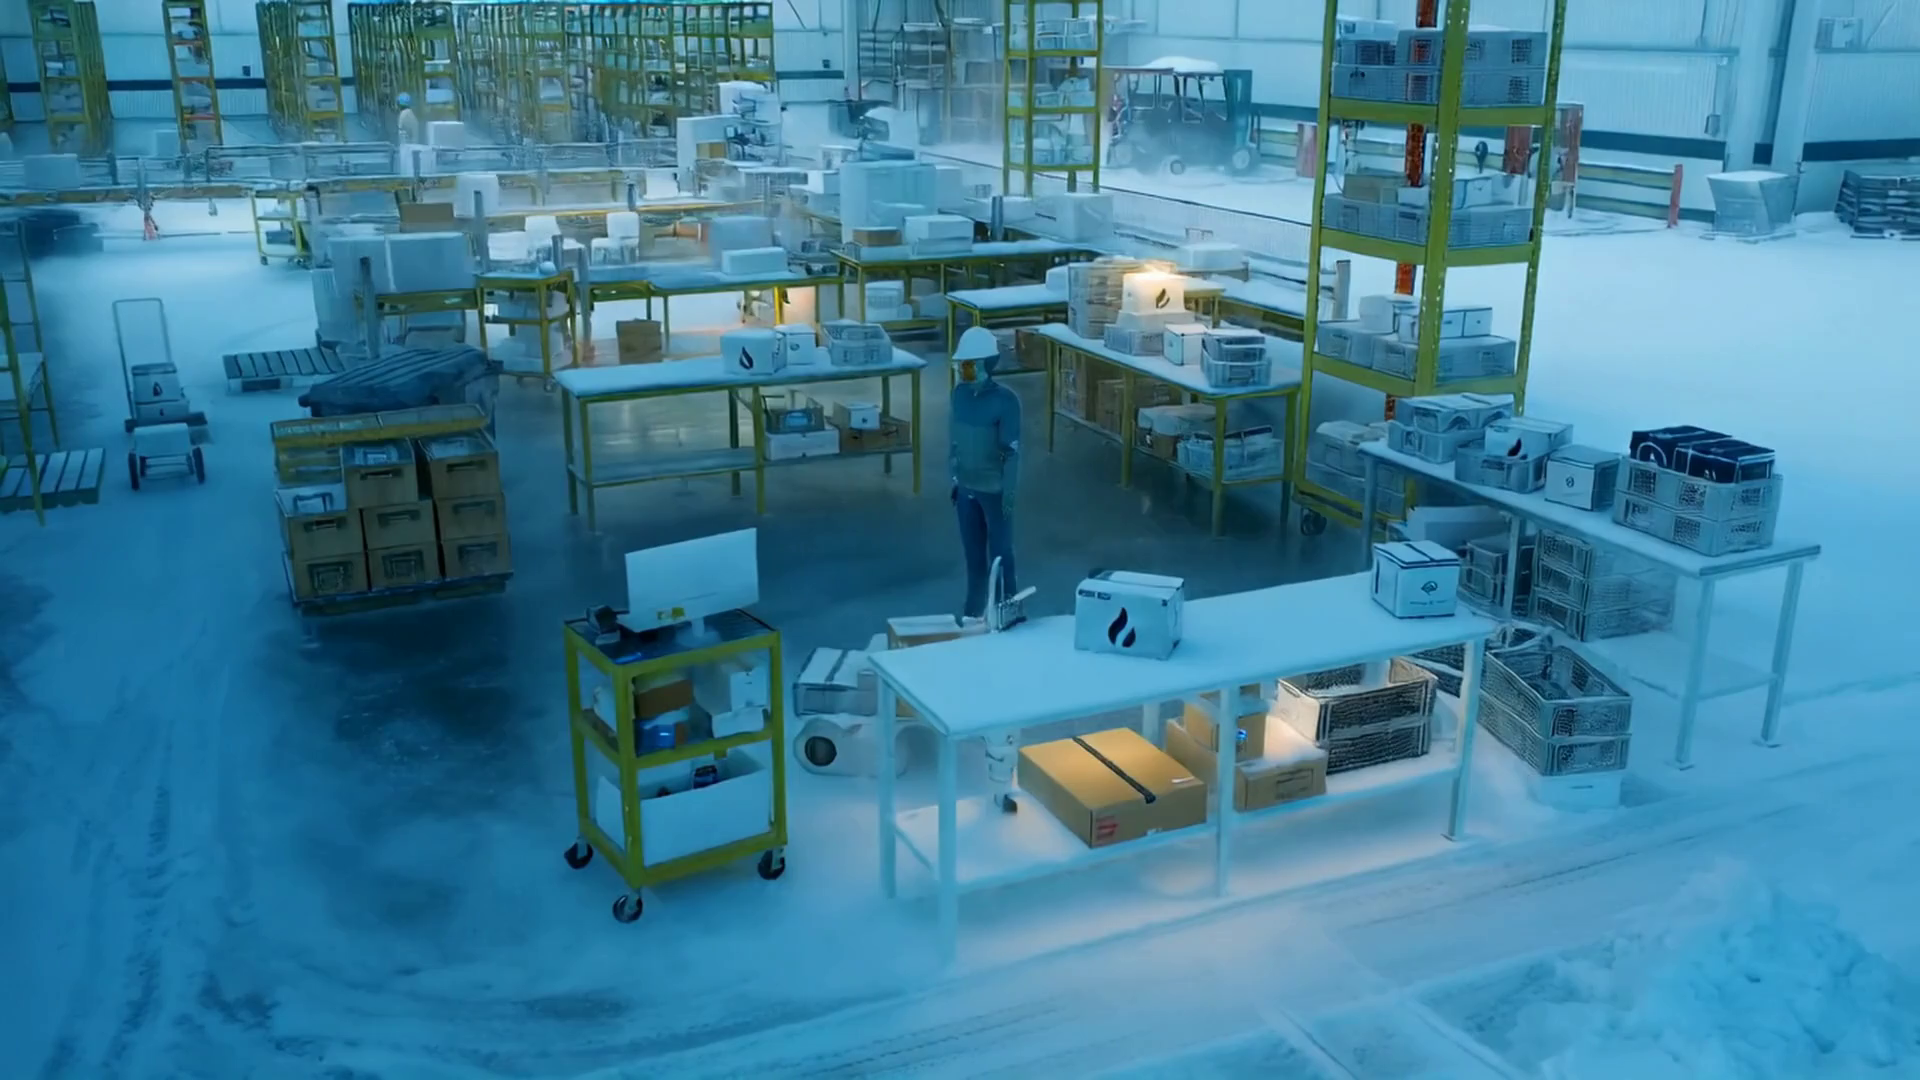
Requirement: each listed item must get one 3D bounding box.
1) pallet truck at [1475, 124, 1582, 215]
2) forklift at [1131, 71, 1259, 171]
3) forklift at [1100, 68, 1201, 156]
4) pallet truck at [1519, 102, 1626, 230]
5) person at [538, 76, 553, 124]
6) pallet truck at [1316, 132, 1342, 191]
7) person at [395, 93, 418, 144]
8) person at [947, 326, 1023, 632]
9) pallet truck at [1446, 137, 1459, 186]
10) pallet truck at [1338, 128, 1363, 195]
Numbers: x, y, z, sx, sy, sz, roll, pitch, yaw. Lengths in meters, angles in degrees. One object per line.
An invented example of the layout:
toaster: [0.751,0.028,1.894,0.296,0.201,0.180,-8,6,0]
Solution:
pallet truck: [9.707,-6.455,28.103,1.885,1.965,0.823,-7,19,-20]
forklift: [4.998,-8.936,35.413,2.680,1.987,1.157,-9,20,-25]
forklift: [4.082,-9.564,37.410,2.680,1.987,1.157,-8,19,-23]
pallet truck: [9.972,-6.037,26.785,1.885,1.965,0.823,-9,20,-25]
person: [-10.987,-11.486,44.196,0.394,1.846,0.564,-10,20,-29]
pallet truck: [7.723,-7.504,32.656,1.601,1.201,0.680,-8,19,-23]
person: [-11.123,-8.072,33.489,0.424,1.818,0.596,-8,19,-23]
person: [0.109,-0.286,9.048,0.325,1.767,0.532,-15,23,-39]
pallet truck: [9.184,-6.485,29.328,1.630,1.274,0.653,-8,19,-23]
pallet truck: [7.845,-7.140,31.411,1.522,1.261,0.704,-9,20,-25]
